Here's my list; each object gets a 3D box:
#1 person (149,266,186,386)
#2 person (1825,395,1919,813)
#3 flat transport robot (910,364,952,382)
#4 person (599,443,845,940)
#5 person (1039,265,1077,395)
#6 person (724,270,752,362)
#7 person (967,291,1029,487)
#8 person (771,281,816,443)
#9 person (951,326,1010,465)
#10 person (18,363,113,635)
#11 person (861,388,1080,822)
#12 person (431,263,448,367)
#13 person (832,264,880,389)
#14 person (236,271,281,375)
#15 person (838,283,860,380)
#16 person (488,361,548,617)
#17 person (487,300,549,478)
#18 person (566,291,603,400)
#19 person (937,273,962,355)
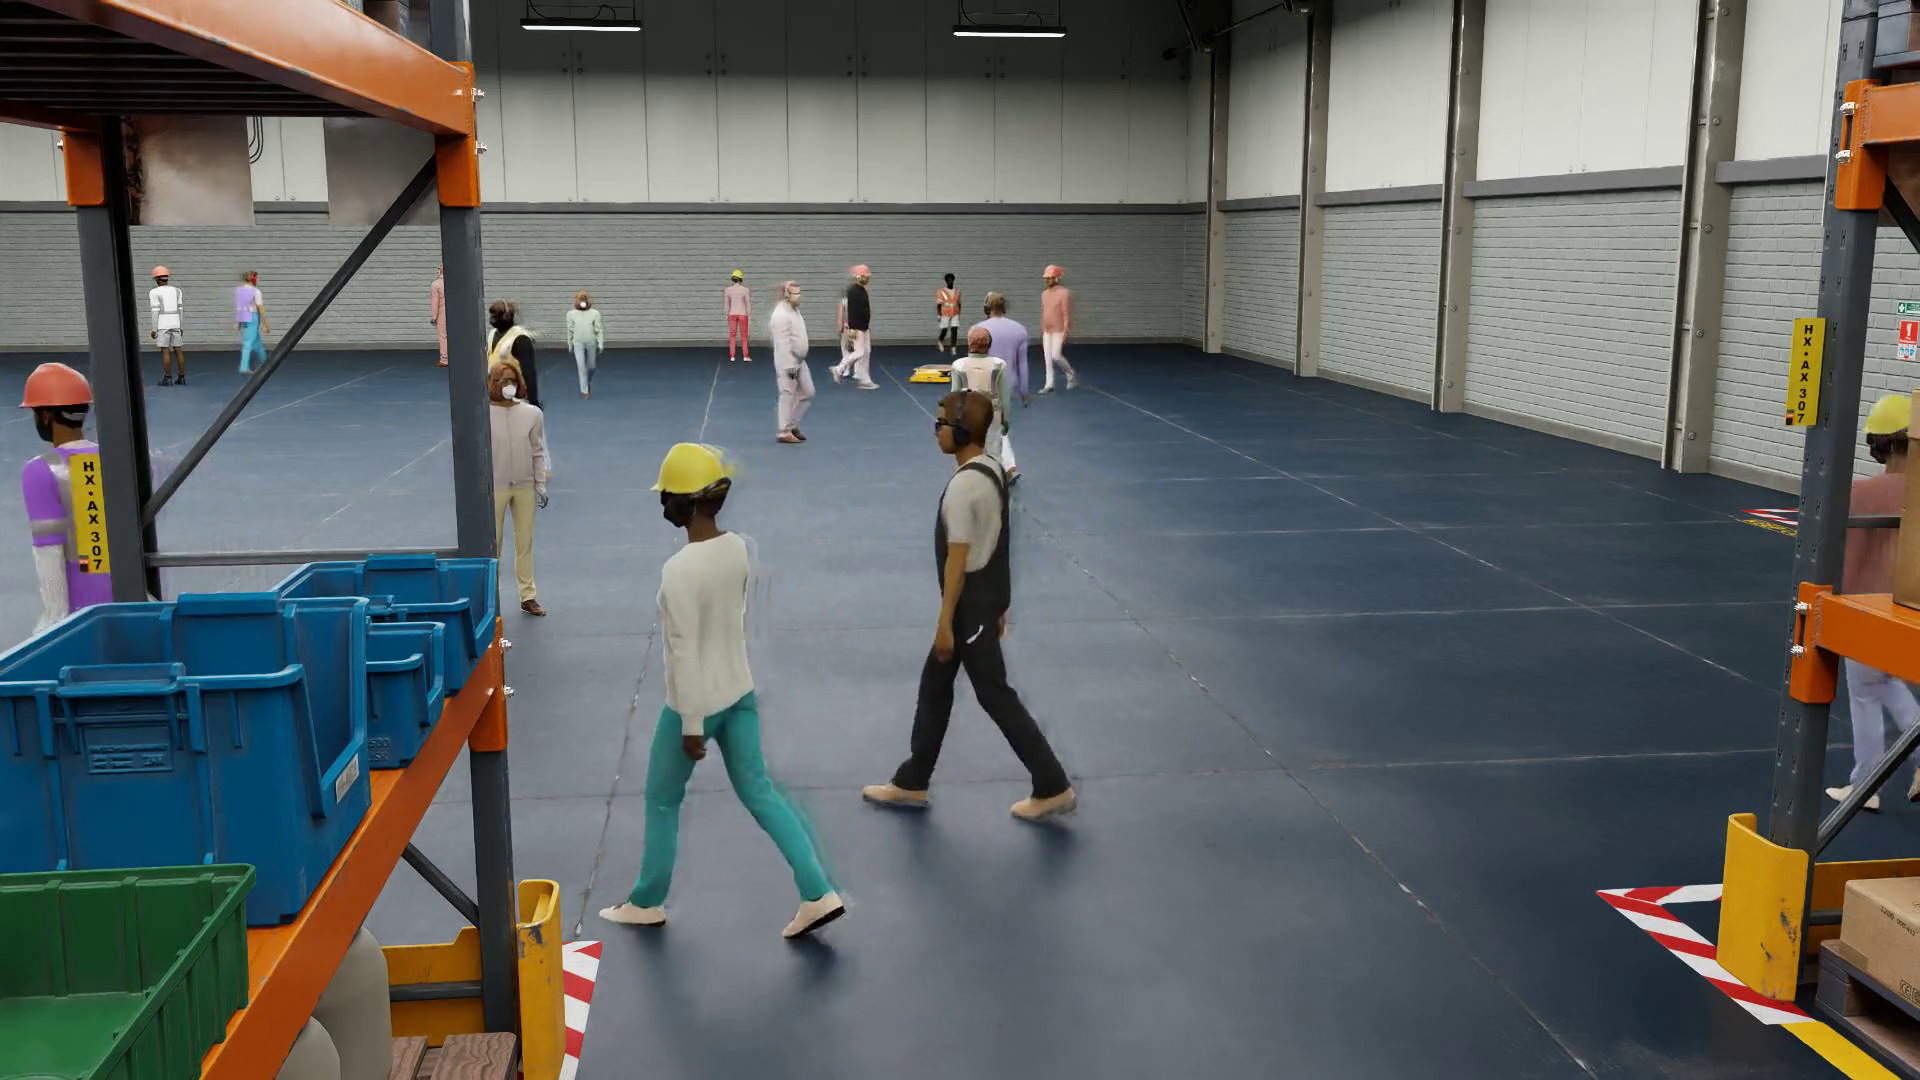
[{"bbox_3d":[-12.841,-3.455,26.913,0.370,1.932,0.543,6,12,31],"label":"person"},{"bbox_3d":[3.857,0.280,6.923,0.526,1.757,0.408,-3,11,-16],"label":"person"},{"bbox_3d":[-0.368,-2.806,27.910,0.652,0.197,1.431,2,10,10],"label":"flat transport robot"},{"bbox_3d":[-0.816,0.529,5.665,0.900,1.735,0.528,4,11,23],"label":"person"},{"bbox_3d":[1.476,-3.209,25.428,0.570,1.981,0.640,-8,13,-38],"label":"person"},{"bbox_3d":[-4.276,-4.317,32.092,0.523,1.769,0.316,1,10,7],"label":"person"},{"bbox_3d":[0.386,-1.471,16.174,0.629,1.897,0.989,-5,12,-26],"label":"person"},{"bbox_3d":[-1.943,-2.055,19.358,0.446,1.891,0.648,3,11,16],"label":"person"},{"bbox_3d":[0.176,-1.008,14.301,0.512,1.641,0.307,1,10,3],"label":"person"},{"bbox_3d":[-3.682,0.222,6.865,0.973,1.887,0.567,3,11,18],"label":"person"},{"bbox_3d":[0.068,0.274,6.841,0.946,1.804,0.524,2,11,12],"label":"person"},{"bbox_3d":[-9.579,-4.179,30.937,0.407,1.913,0.641,7,12,33],"label":"person"},{"bbox_3d":[-1.638,-3.363,26.277,0.663,1.979,0.629,4,11,20],"label":"person"},{"bbox_3d":[-12.328,-3.813,29.198,0.599,1.801,0.943,7,12,34],"label":"person"},{"bbox_3d":[-1.829,-3.539,28.211,0.545,1.615,0.601,-3,11,-17],"label":"person"},{"bbox_3d":[-2.845,-0.312,10.491,0.500,1.636,0.284,-7,13,-34],"label":"person"},{"bbox_3d":[-4.418,-1.427,16.175,0.944,1.796,0.633,-8,13,-38],"label":"person"},{"bbox_3d":[-5.606,-2.916,24.830,0.507,1.610,0.694,-3,11,-18],"label":"person"},{"bbox_3d":[-0.229,-4.608,33.938,0.534,1.680,0.555,-3,11,-18],"label":"person"}]
